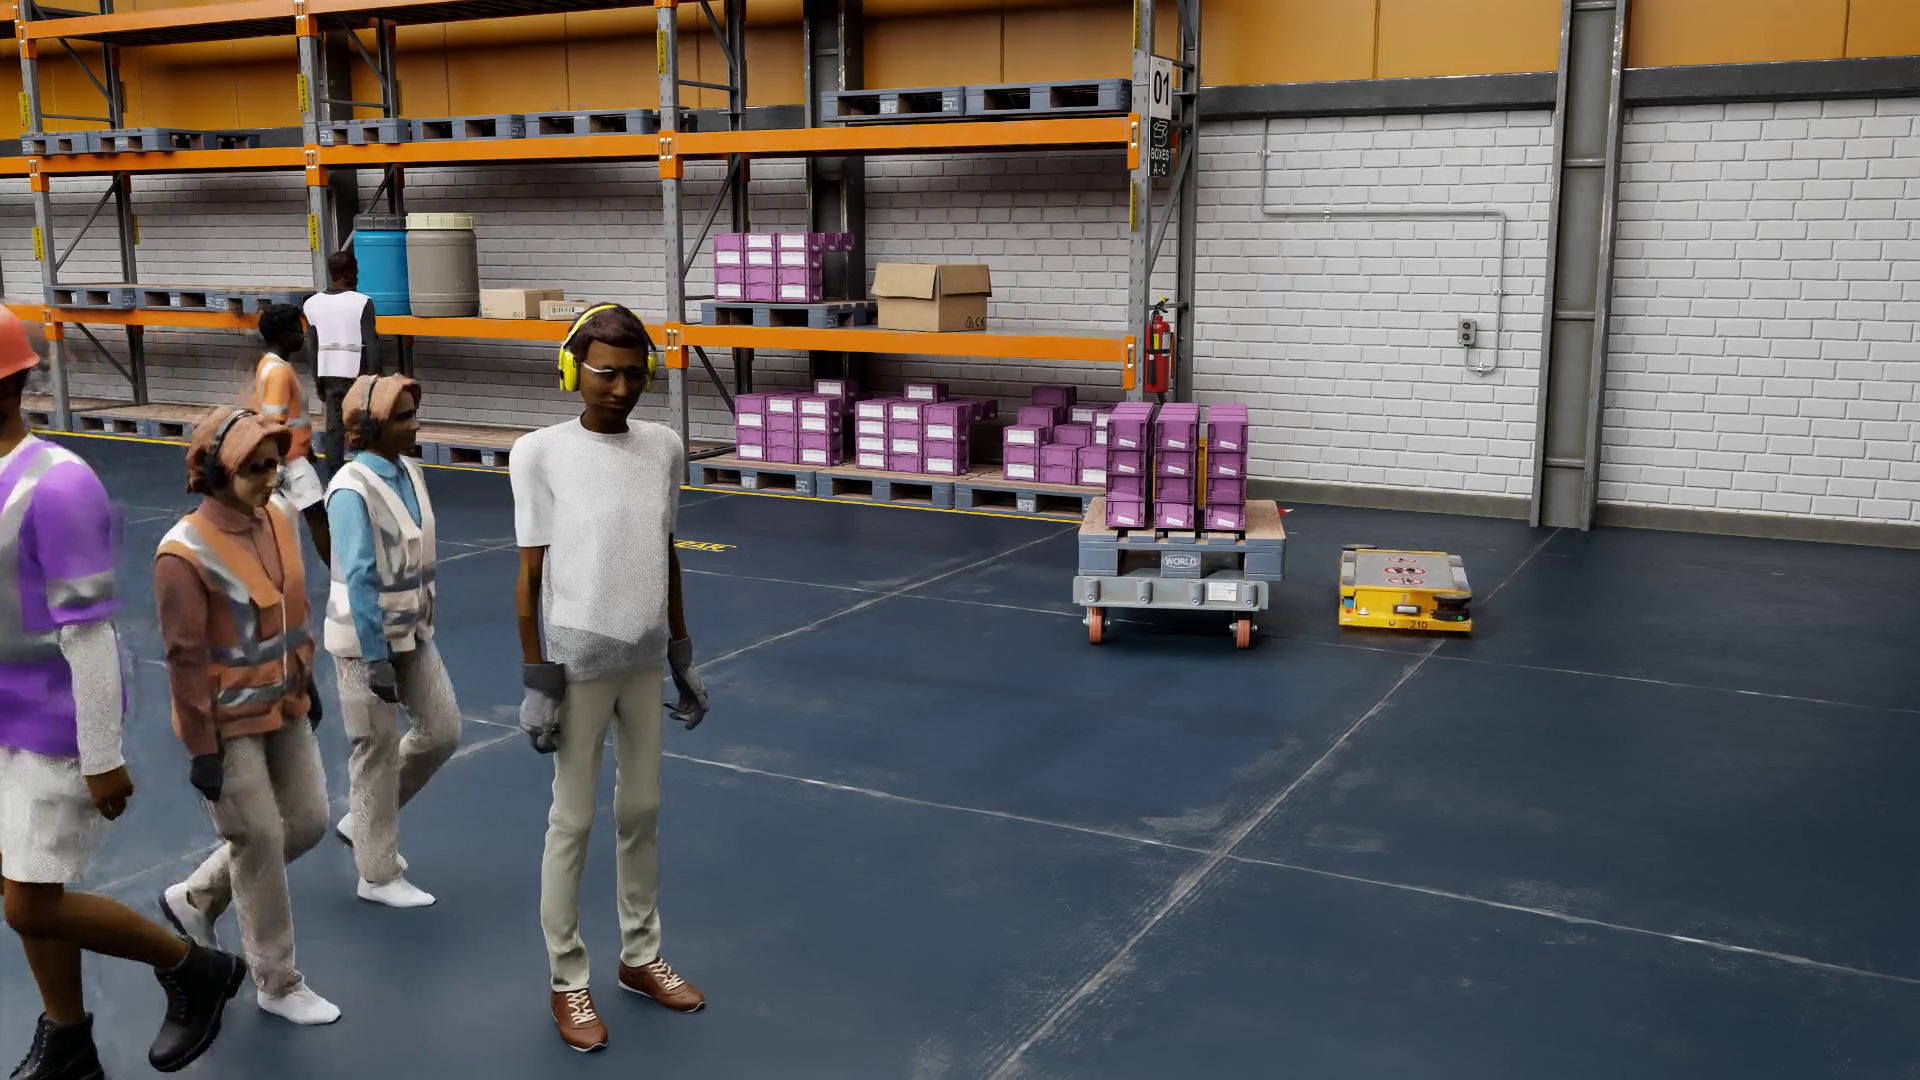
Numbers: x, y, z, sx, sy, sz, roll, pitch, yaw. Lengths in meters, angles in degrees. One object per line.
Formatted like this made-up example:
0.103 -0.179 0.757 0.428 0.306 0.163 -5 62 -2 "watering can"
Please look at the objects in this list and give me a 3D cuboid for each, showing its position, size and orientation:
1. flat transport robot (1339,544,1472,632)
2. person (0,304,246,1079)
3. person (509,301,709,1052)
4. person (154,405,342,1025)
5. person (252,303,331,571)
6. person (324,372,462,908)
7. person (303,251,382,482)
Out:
2.418 0.244 9.088 0.652 0.197 1.431 2 11 13 "flat transport robot"
-2.040 0.398 3.745 0.579 1.913 0.572 9 14 41 "person"
-0.876 0.338 4.224 0.520 1.860 0.327 -10 14 -43 "person"
-1.863 0.455 4.224 0.524 1.618 0.555 2 11 12 "person"
-3.593 -0.459 9.134 0.812 1.663 0.539 -6 12 -28 "person"
-1.715 0.313 4.998 0.359 1.633 0.520 2 10 9 "person"
-4.621 -1.205 12.527 0.587 1.914 0.390 2 11 13 "person"
